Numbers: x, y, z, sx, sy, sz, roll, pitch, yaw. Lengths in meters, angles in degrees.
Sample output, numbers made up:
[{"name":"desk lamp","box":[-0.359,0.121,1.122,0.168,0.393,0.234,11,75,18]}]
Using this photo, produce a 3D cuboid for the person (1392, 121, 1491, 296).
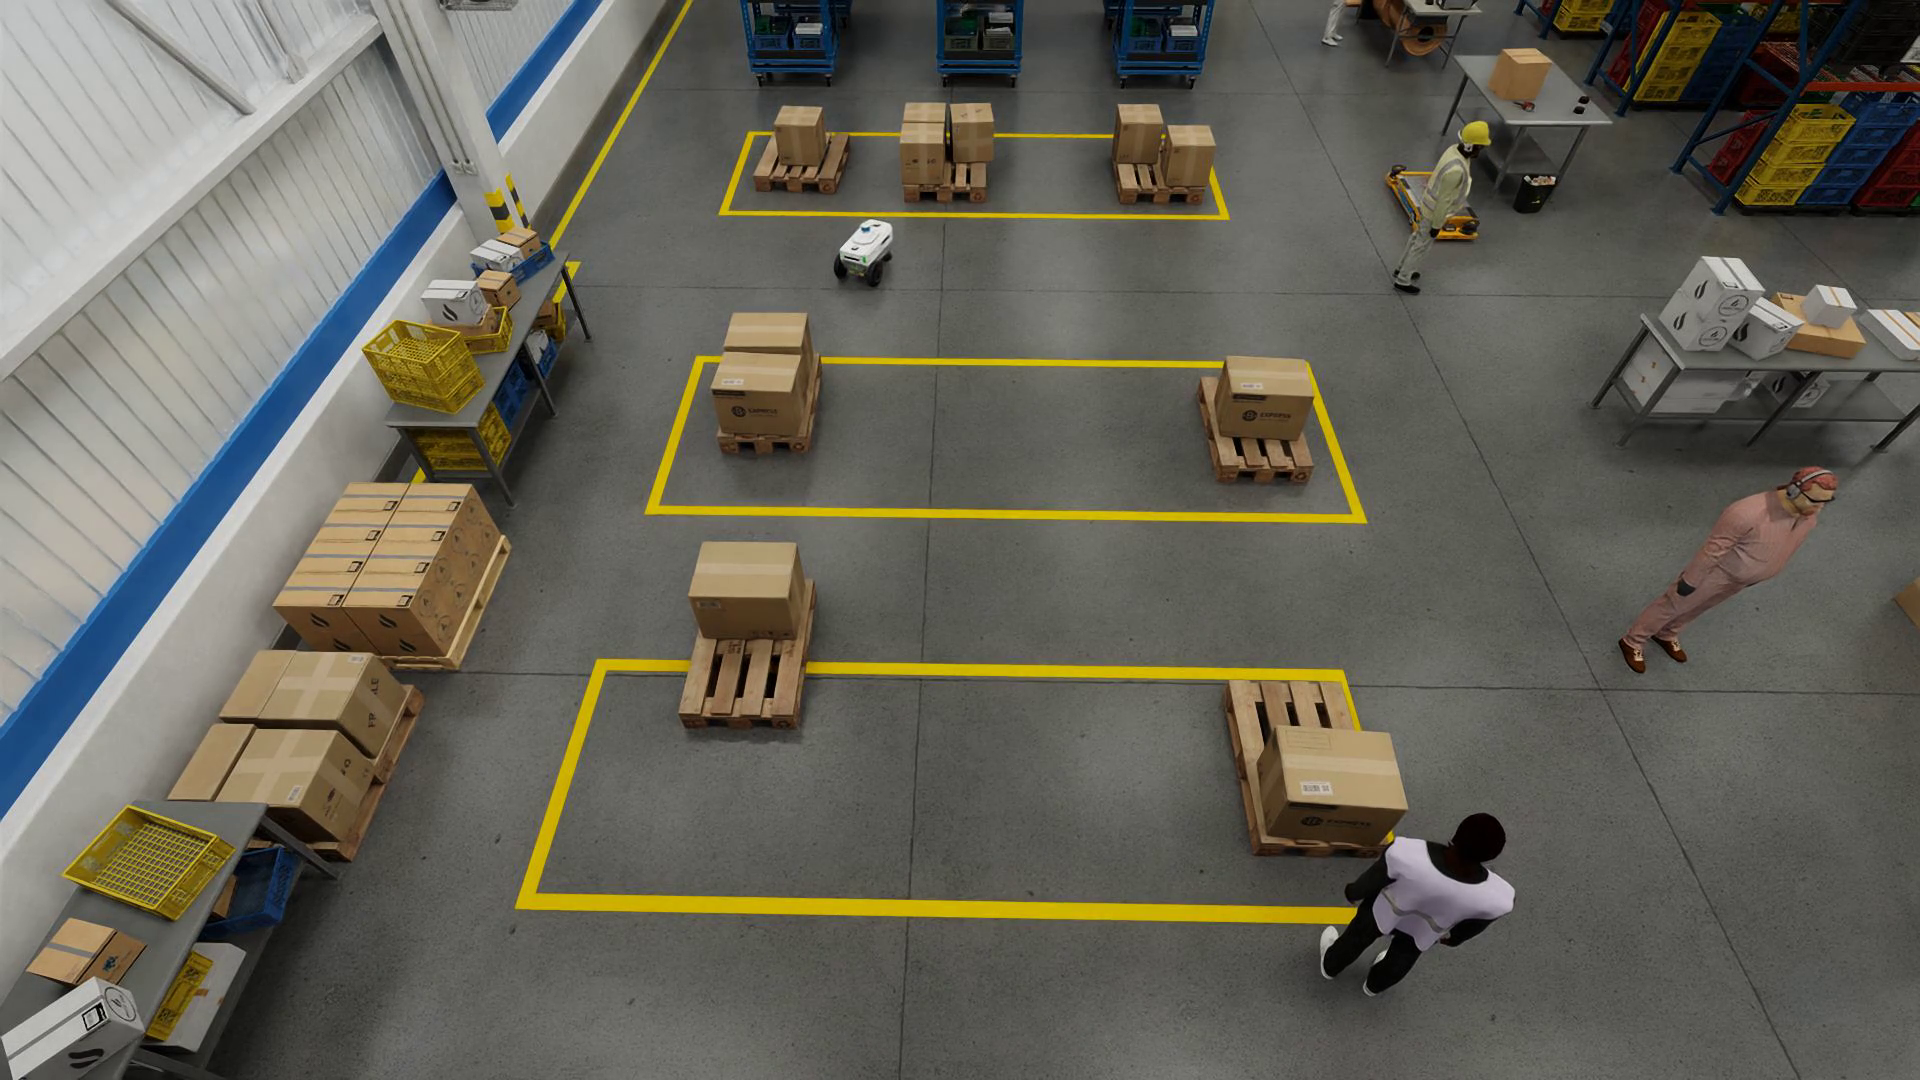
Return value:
[{"name":"person","box":[4.941,-3.403,9.442,0.403,1.826,0.595,15,51,13]}]

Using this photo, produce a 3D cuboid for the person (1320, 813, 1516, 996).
[{"name":"person","box":[2.330,1.934,4.761,0.600,1.915,0.377,20,52,17]}]

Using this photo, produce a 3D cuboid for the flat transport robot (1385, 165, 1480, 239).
[{"name":"flat transport robot","box":[5.692,-4.094,11.059,0.652,0.197,1.431,1,49,1]}]

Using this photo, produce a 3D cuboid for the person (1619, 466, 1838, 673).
[{"name":"person","box":[5.233,0.223,6.249,0.642,1.909,0.408,-11,50,-9]}]

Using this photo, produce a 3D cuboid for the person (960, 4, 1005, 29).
[{"name":"person","box":[0.394,-8.661,13.925,1.035,1.941,0.619,3,49,2]}]

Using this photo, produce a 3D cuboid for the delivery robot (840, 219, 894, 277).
[{"name":"delivery robot","box":[-1.021,-3.249,10.081,0.477,0.478,0.707,19,52,16]}]

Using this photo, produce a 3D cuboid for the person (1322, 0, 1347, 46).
[{"name":"person","box":[5.886,-8.442,13.927,0.314,1.636,0.518,22,53,18]}]

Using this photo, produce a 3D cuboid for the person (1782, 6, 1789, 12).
[{"name":"person","box":[13.689,-9.309,14.529,0.580,1.858,0.527,-29,55,-23]}]
